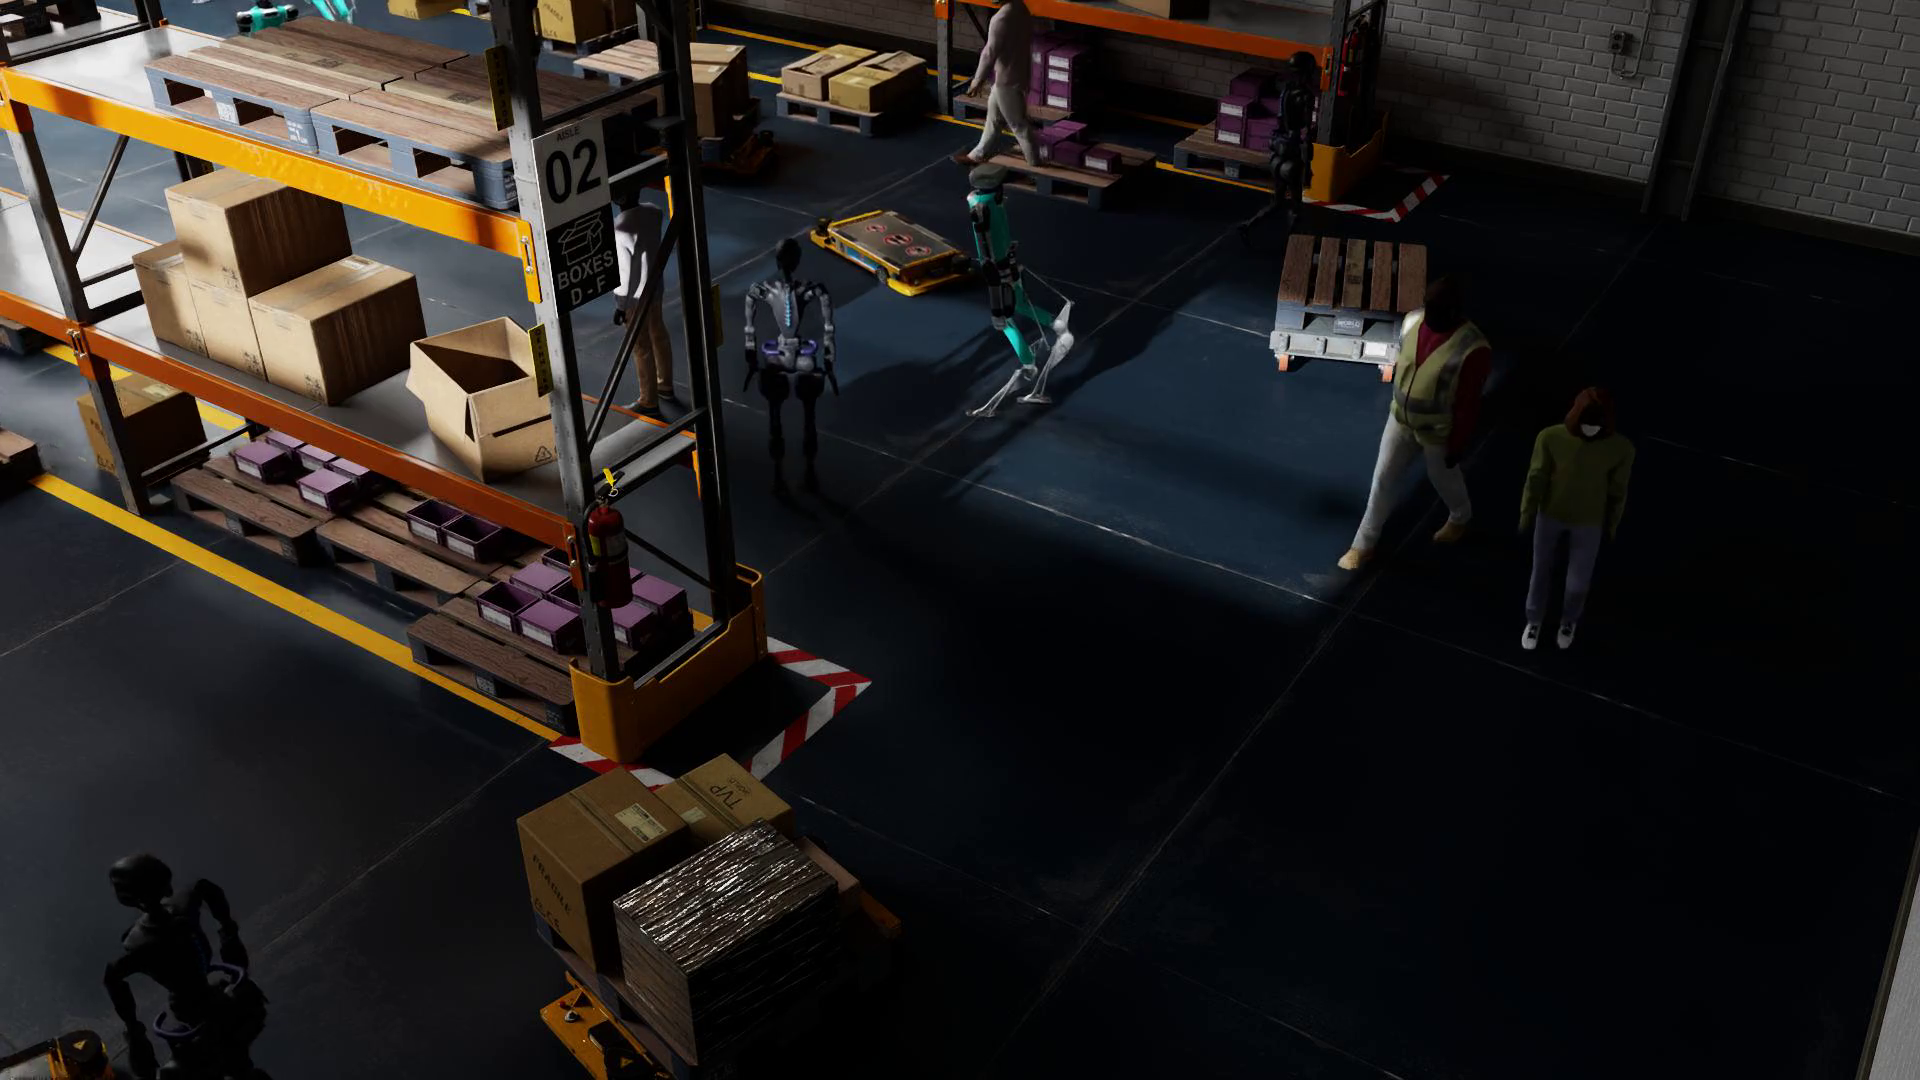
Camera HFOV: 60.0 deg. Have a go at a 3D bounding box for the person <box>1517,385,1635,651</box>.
[{"bbox_3d":[3.203,-0.089,8.766,0.500,1.624,0.390,16,36,23],"label":"person"}]

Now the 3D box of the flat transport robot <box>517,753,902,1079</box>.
[{"bbox_3d":[-0.999,1.806,7.097,1.431,0.231,0.659,-26,41,-34],"label":"flat transport robot"}]

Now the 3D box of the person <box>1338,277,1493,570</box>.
[{"bbox_3d":[2.709,-0.692,9.542,0.946,1.800,0.627,-22,39,-30],"label":"person"}]

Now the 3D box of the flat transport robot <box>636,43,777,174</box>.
[{"bbox_3d":[-2.483,-3.649,15.481,1.431,0.231,0.659,6,34,9],"label":"flat transport robot"}]

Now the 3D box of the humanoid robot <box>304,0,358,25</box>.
[{"bbox_3d":[-6.571,-5.717,17.386,0.551,1.851,0.847,-26,41,-34],"label":"humanoid robot"}]

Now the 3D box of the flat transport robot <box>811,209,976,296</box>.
[{"bbox_3d":[-0.556,-2.362,13.504,0.659,0.231,1.431,-22,39,-30],"label":"flat transport robot"}]

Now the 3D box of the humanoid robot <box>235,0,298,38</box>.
[{"bbox_3d":[-6.164,-4.092,14.883,0.540,1.788,1.071,-25,41,-33],"label":"humanoid robot"}]

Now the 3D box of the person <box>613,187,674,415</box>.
[{"bbox_3d":[-2.151,-1.669,11.076,0.324,1.751,0.558,11,35,16],"label":"person"}]

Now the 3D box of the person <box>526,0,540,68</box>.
[{"bbox_3d":[-3.984,-4.406,15.118,0.431,1.944,0.482,1,33,2],"label":"person"}]

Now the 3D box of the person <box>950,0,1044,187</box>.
[{"bbox_3d":[0.370,-4.028,14.590,0.982,1.876,0.626,9,34,14],"label":"person"}]

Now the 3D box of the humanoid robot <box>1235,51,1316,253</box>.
[{"bbox_3d":[2.582,-3.085,13.331,0.568,1.634,0.594,-9,34,-14],"label":"humanoid robot"}]

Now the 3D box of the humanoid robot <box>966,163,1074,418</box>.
[{"bbox_3d":[0.460,-1.593,11.005,0.828,1.777,0.530,6,34,10],"label":"humanoid robot"}]

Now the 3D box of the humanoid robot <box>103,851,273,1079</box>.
[{"bbox_3d":[-2.672,1.743,5.910,0.406,1.652,0.589,10,34,15],"label":"humanoid robot"}]

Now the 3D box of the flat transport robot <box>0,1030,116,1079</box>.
[{"bbox_3d":[-3.897,2.392,6.197,1.431,0.231,0.659,-20,38,-28],"label":"flat transport robot"}]

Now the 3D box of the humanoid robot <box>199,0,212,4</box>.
[{"bbox_3d":[-9.179,-7.303,19.765,0.866,1.782,0.570,8,34,11],"label":"humanoid robot"}]

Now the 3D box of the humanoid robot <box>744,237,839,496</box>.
[{"bbox_3d":[-1.043,-1.040,10.196,0.589,1.672,0.367,-3,33,-5],"label":"humanoid robot"}]
